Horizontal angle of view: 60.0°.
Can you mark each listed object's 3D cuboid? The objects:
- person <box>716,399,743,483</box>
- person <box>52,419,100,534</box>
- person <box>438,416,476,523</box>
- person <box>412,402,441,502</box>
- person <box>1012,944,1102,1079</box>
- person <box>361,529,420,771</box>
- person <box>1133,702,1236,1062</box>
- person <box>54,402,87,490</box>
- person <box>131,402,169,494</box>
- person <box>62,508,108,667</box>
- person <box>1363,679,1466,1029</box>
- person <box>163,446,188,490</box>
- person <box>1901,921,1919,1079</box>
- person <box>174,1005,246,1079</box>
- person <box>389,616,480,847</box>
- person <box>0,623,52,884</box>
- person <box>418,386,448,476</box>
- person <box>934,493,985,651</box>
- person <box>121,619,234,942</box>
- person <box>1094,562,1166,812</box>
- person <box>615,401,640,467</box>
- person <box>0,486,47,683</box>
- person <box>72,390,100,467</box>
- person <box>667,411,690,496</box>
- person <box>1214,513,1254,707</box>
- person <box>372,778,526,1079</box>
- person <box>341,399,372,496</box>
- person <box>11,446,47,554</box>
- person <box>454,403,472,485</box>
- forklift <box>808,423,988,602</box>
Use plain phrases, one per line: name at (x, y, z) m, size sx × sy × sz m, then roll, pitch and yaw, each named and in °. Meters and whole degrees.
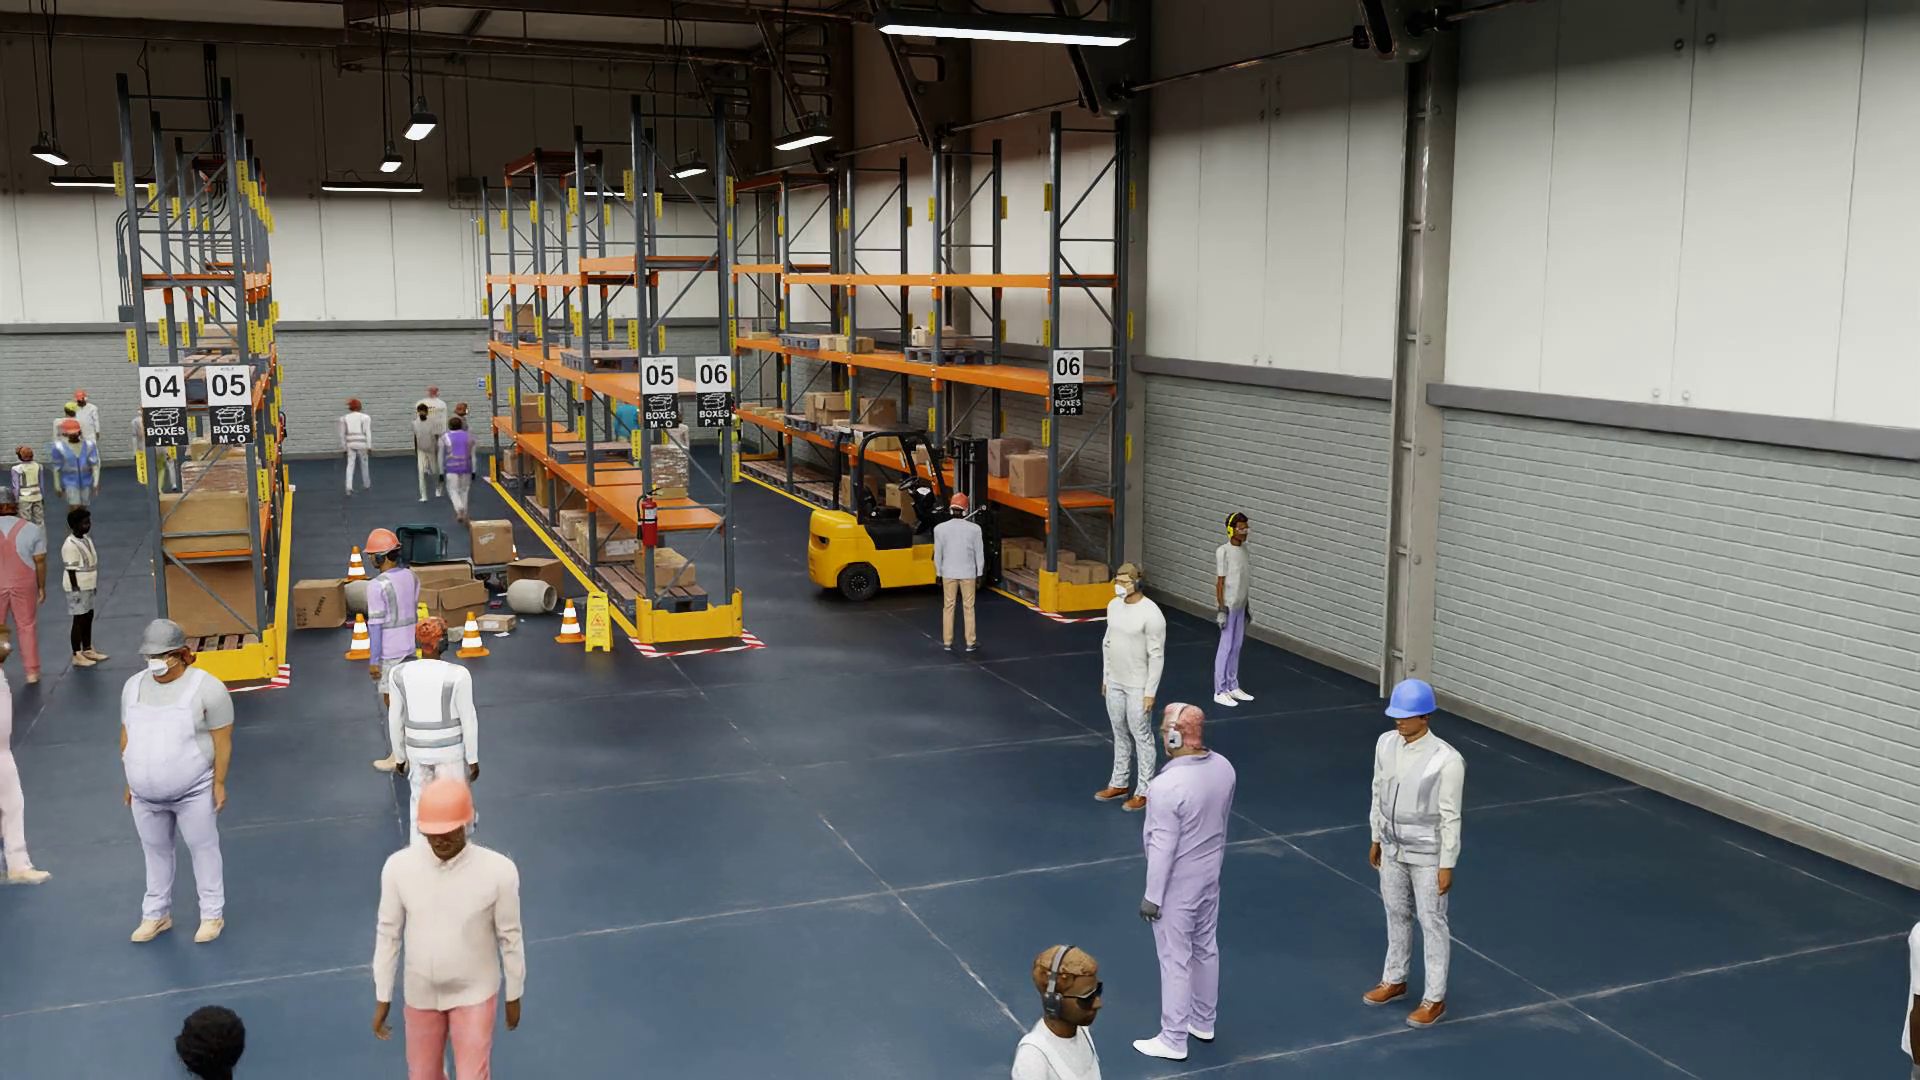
person at (-4.584, -1.968, 33.118) m, size 0.539 × 1.696 × 0.317 m, roll 3°, pitch 10°, yaw 19°
person at (-13.221, -0.821, 24.963) m, size 0.600 × 1.982 × 1.020 m, roll -8°, pitch 12°, yaw -40°
person at (-8.330, -1.154, 27.634) m, size 0.625 × 1.822 × 0.621 m, roll -5°, pitch 10°, yaw -30°
person at (-9.830, -1.647, 30.725) m, size 0.526 × 1.829 × 0.939 m, roll -1°, pitch 9°, yaw -4°
person at (0.353, 2.296, 5.810) m, size 0.341 × 1.845 × 0.511 m, roll 3°, pitch 10°, yaw 20°
person at (-4.767, 0.914, 13.940) m, size 0.419 × 2.034 × 0.605 m, roll 2°, pitch 9°, yaw 15°
person at (1.168, 1.790, 8.802) m, size 0.411 × 1.908 × 0.643 m, roll 8°, pitch 12°, yaw 41°
person at (-17.004, -1.773, 31.796) m, size 0.577 × 1.720 × 0.648 m, roll -3°, pitch 9°, yaw -18°
person at (-14.785, -1.649, 30.401) m, size 0.623 × 1.913 × 0.446 m, roll -3°, pitch 10°, yaw -21°
person at (-9.301, 0.501, 17.608) m, size 0.319 × 1.689 × 0.539 m, roll -1°, pitch 9°, yaw -8°
person at (2.499, 1.710, 9.212) m, size 0.426 × 1.939 × 0.609 m, roll -6°, pitch 11°, yaw -32°
person at (-15.264, -1.784, 32.297) m, size 0.508 × 1.581 × 0.908 m, roll -4°, pitch 10°, yaw -24°
person at (4.023, 2.133, 6.761) m, size 0.509 × 1.872 × 0.329 m, roll -7°, pitch 11°, yaw -36°
person at (-2.528, 2.391, 5.735) m, size 0.546 × 1.665 × 0.766 m, roll -5°, pitch 10°, yaw -28°
person at (-3.491, 1.438, 11.088) m, size 0.584 × 1.882 × 0.339 m, roll 1°, pitch 9°, yaw 5°
person at (-6.650, 1.453, 11.229) m, size 0.825 × 1.813 × 0.542 m, roll 0°, pitch 9°, yaw 0°
person at (-10.938, -2.282, 34.596) m, size 0.638 × 1.858 × 0.999 m, roll 0°, pitch 9°, yaw 1°
person at (-0.005, 0.351, 18.341) m, size 0.563 × 1.751 × 0.330 m, roll 2°, pitch 9°, yaw 10°
person at (-4.874, 1.488, 10.278) m, size 0.672 × 2.000 × 0.536 m, roll 0°, pitch 9°, yaw 1°
person at (1.321, 1.123, 12.898) m, size 0.372 × 1.940 × 0.630 m, roll -6°, pitch 11°, yaw -35°
person at (-6.884, -2.228, 34.574) m, size 0.572 × 1.749 × 0.343 m, roll -1°, pitch 9°, yaw -8°
person at (-9.626, 0.449, 16.823) m, size 0.687 × 2.000 × 0.536 m, roll -6°, pitch 11°, yaw -34°
person at (-18.412, -2.284, 34.984) m, size 0.574 × 1.737 × 0.354 m, roll -1°, pitch 9°, yaw -7°
person at (-5.307, -1.624, 31.174) m, size 0.499 × 1.629 × 0.265 m, roll 1°, pitch 9°, yaw 6°
person at (2.655, 0.657, 16.045) m, size 0.319 × 1.870 × 0.532 m, roll 8°, pitch 12°, yaw 40°
person at (-2.246, 1.984, 7.381) m, size 0.630 × 1.970 × 0.741 m, roll 0°, pitch 9°, yaw 2°
person at (-11.393, -1.747, 31.389) m, size 0.610 × 1.817 × 1.016 m, roll 0°, pitch 9°, yaw -3°
person at (-13.705, -0.569, 24.484) m, size 0.306 × 1.640 × 0.522 m, roll 3°, pitch 10°, yaw 20°
person at (-9.838, -1.902, 32.893) m, size 0.286 × 1.633 × 0.500 m, roll -1°, pitch 9°, yaw -6°
forklift at (-0.830, -0.399, 21.676) m, size 2.313 × 2.155 × 1.214 m, roll -4°, pitch 10°, yaw -21°
